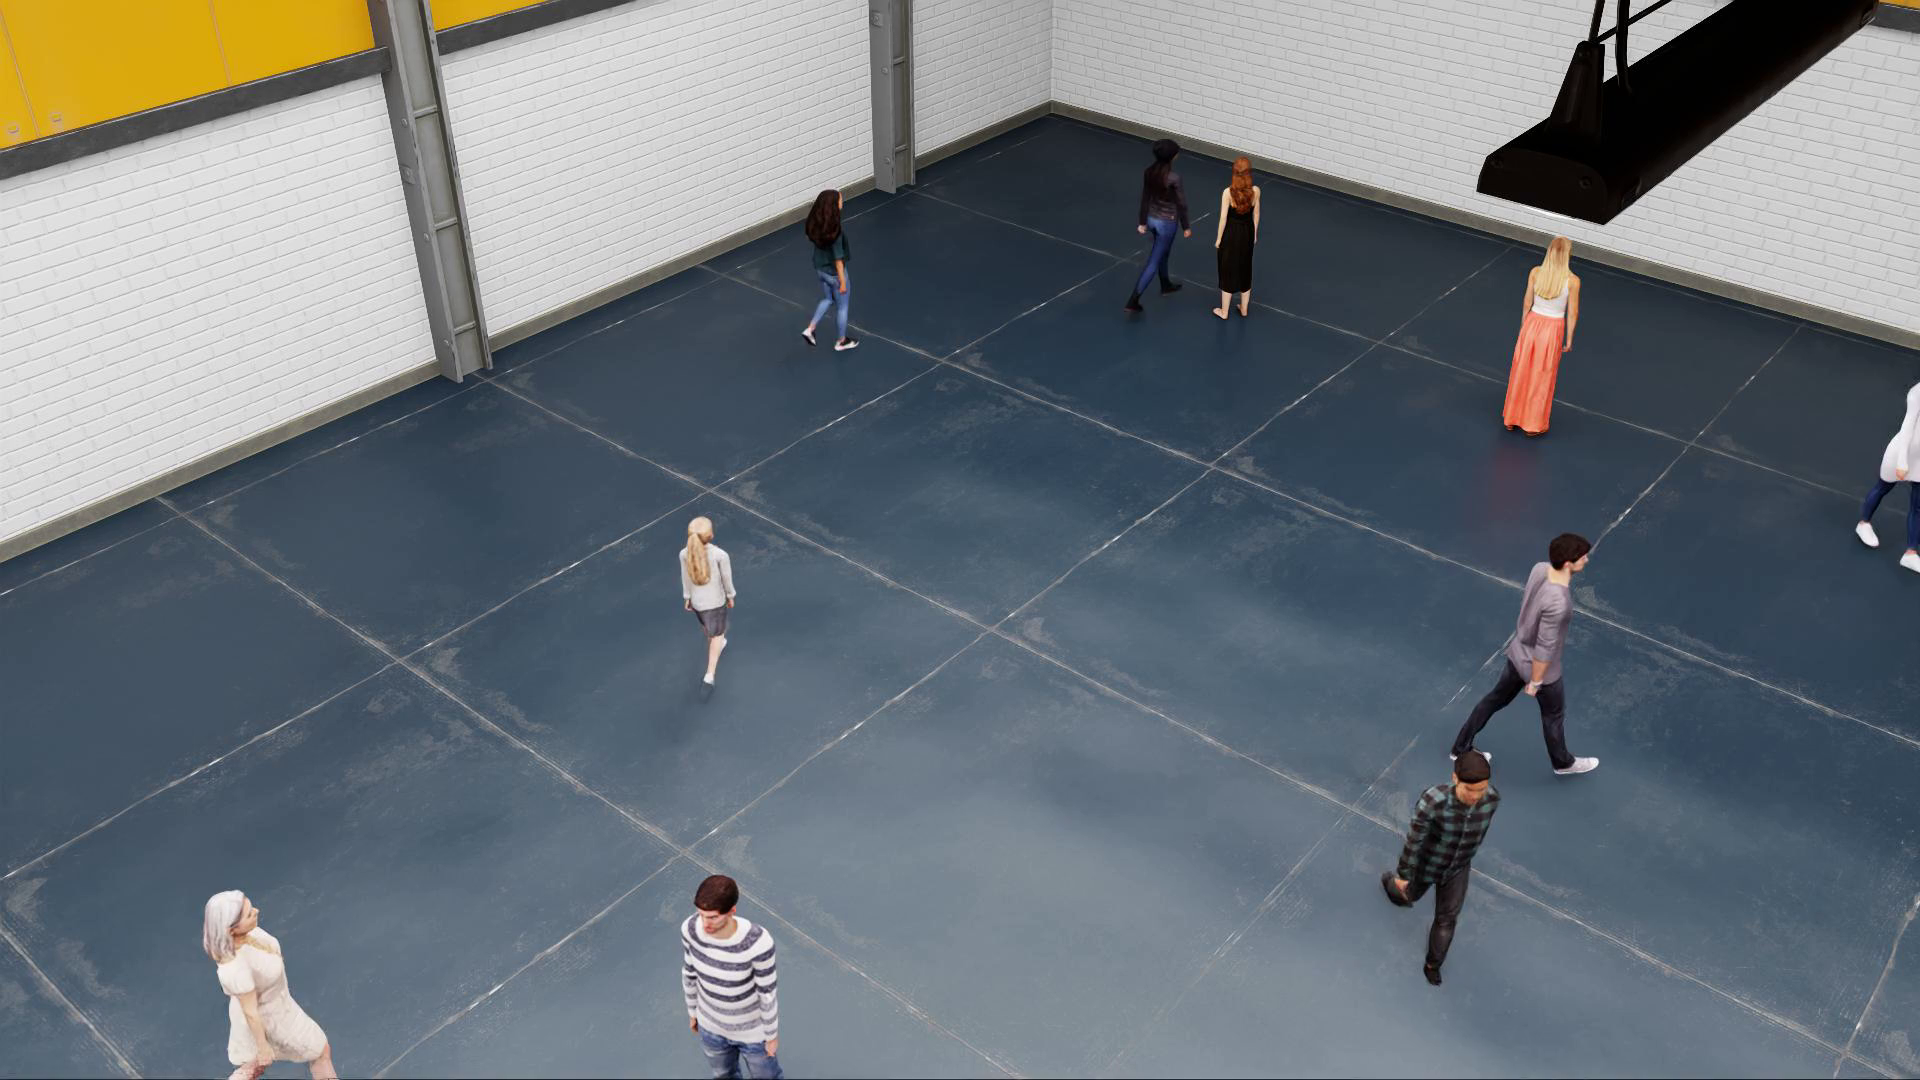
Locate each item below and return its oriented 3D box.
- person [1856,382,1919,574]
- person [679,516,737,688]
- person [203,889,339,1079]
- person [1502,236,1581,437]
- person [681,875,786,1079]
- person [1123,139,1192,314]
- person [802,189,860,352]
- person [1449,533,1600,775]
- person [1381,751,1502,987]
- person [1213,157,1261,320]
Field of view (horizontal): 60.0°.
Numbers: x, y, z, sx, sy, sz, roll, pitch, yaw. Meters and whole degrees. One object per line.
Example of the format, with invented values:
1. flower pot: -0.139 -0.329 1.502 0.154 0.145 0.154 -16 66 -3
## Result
1. person: 7.159 -0.682 12.607 1.009 1.744 1.066 -2 34 -3
2. person: -1.737 0.423 11.382 0.768 1.259 0.935 6 34 9
3. person: -3.455 2.376 8.047 1.205 1.698 0.868 -18 38 -25
4. person: 4.946 -1.730 14.130 0.616 1.803 0.563 26 42 34
5. person: -1.075 2.294 8.032 0.704 1.851 0.643 12 36 18
6. person: 1.907 -2.991 16.110 1.189 1.711 0.796 -27 42 -34
7. person: -1.248 -2.460 15.407 0.853 1.604 0.678 -24 41 -32
8. person: 3.508 0.744 10.405 1.215 1.806 1.191 -1 34 -1
9. person: 2.653 1.706 9.277 1.108 1.662 1.156 -3 34 -4
10. person: 2.680 -2.917 16.076 0.661 1.625 0.742 -9 35 -13
